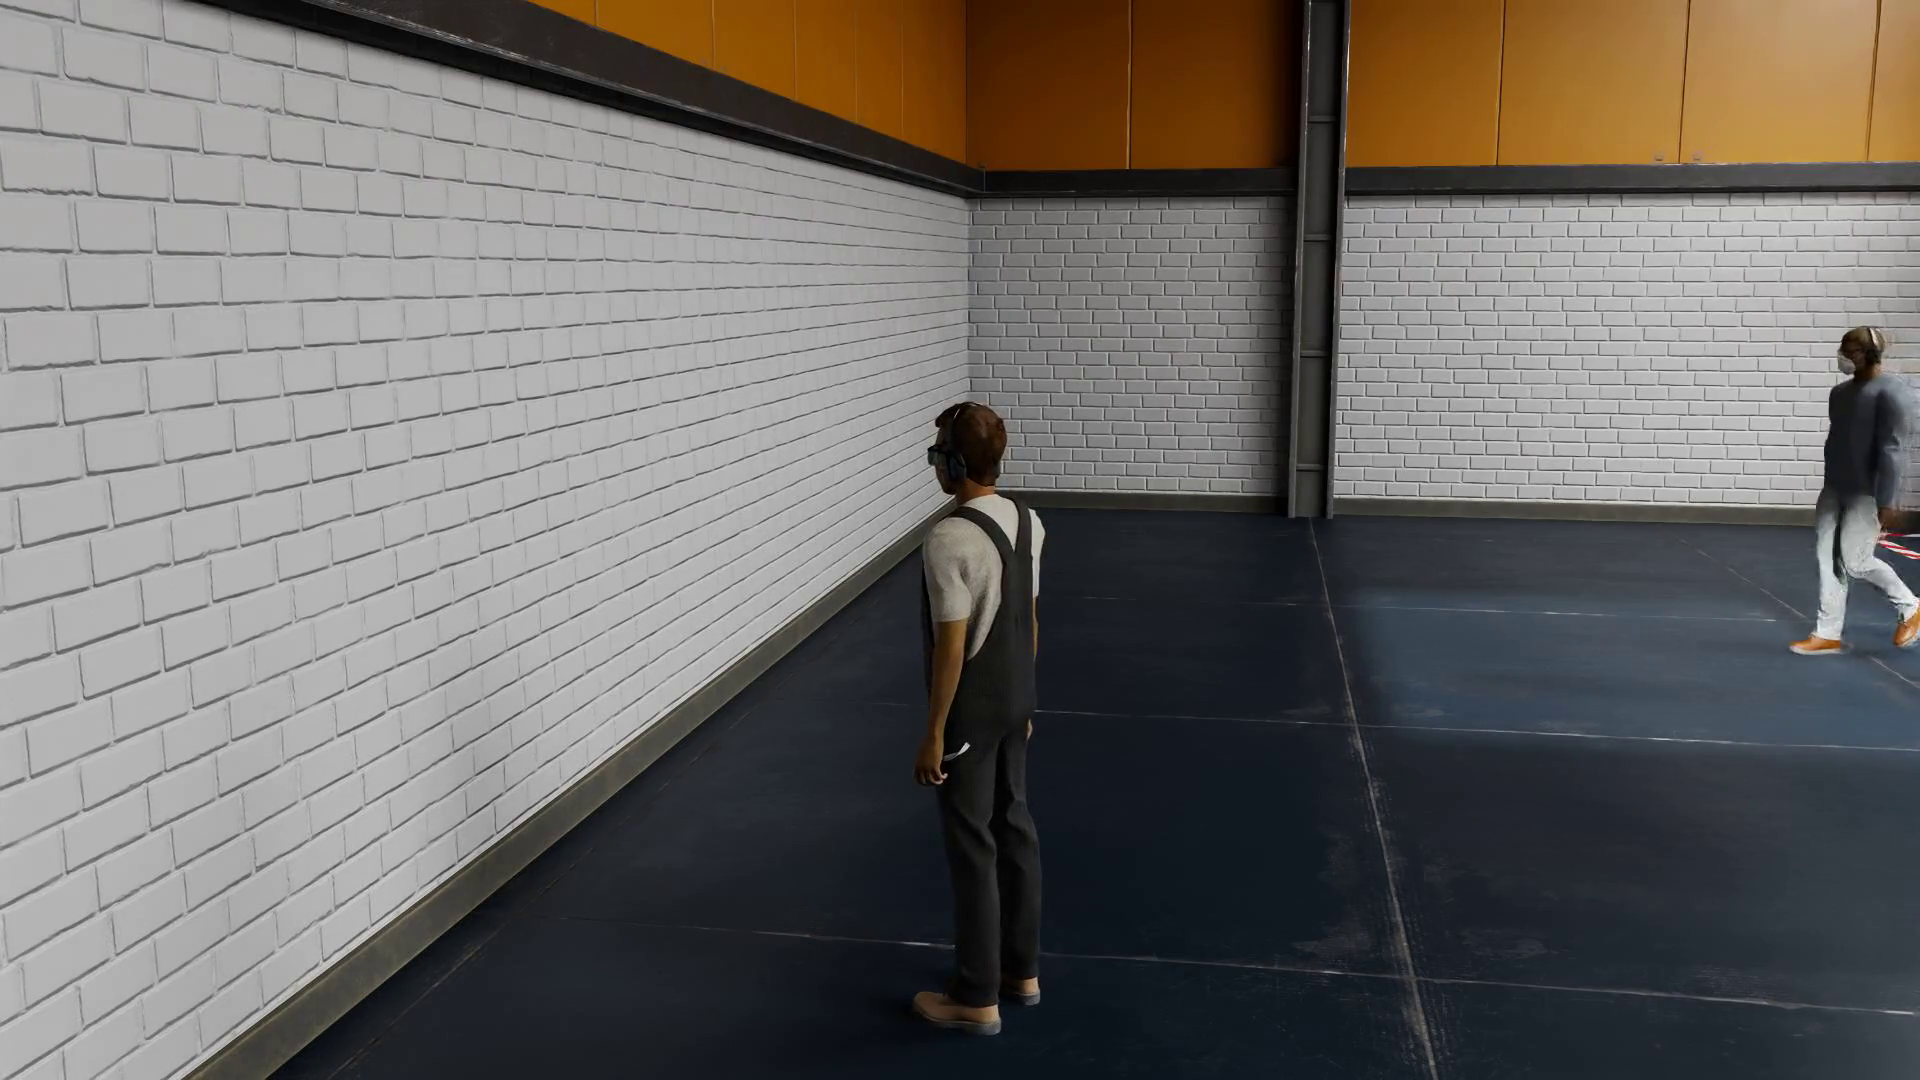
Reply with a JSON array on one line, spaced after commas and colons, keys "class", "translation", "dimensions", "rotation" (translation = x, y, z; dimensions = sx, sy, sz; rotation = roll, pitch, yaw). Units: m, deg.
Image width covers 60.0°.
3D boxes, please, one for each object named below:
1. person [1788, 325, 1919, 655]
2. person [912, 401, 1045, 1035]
[{"class": "person", "translation": [5.201, -0.269, 9.538], "dimensions": [0.675, 1.918, 0.639], "rotation": [-1, 9, -5]}, {"class": "person", "translation": [0.054, 0.518, 4.877], "dimensions": [0.328, 1.844, 0.513], "rotation": [6, 11, 35]}]
